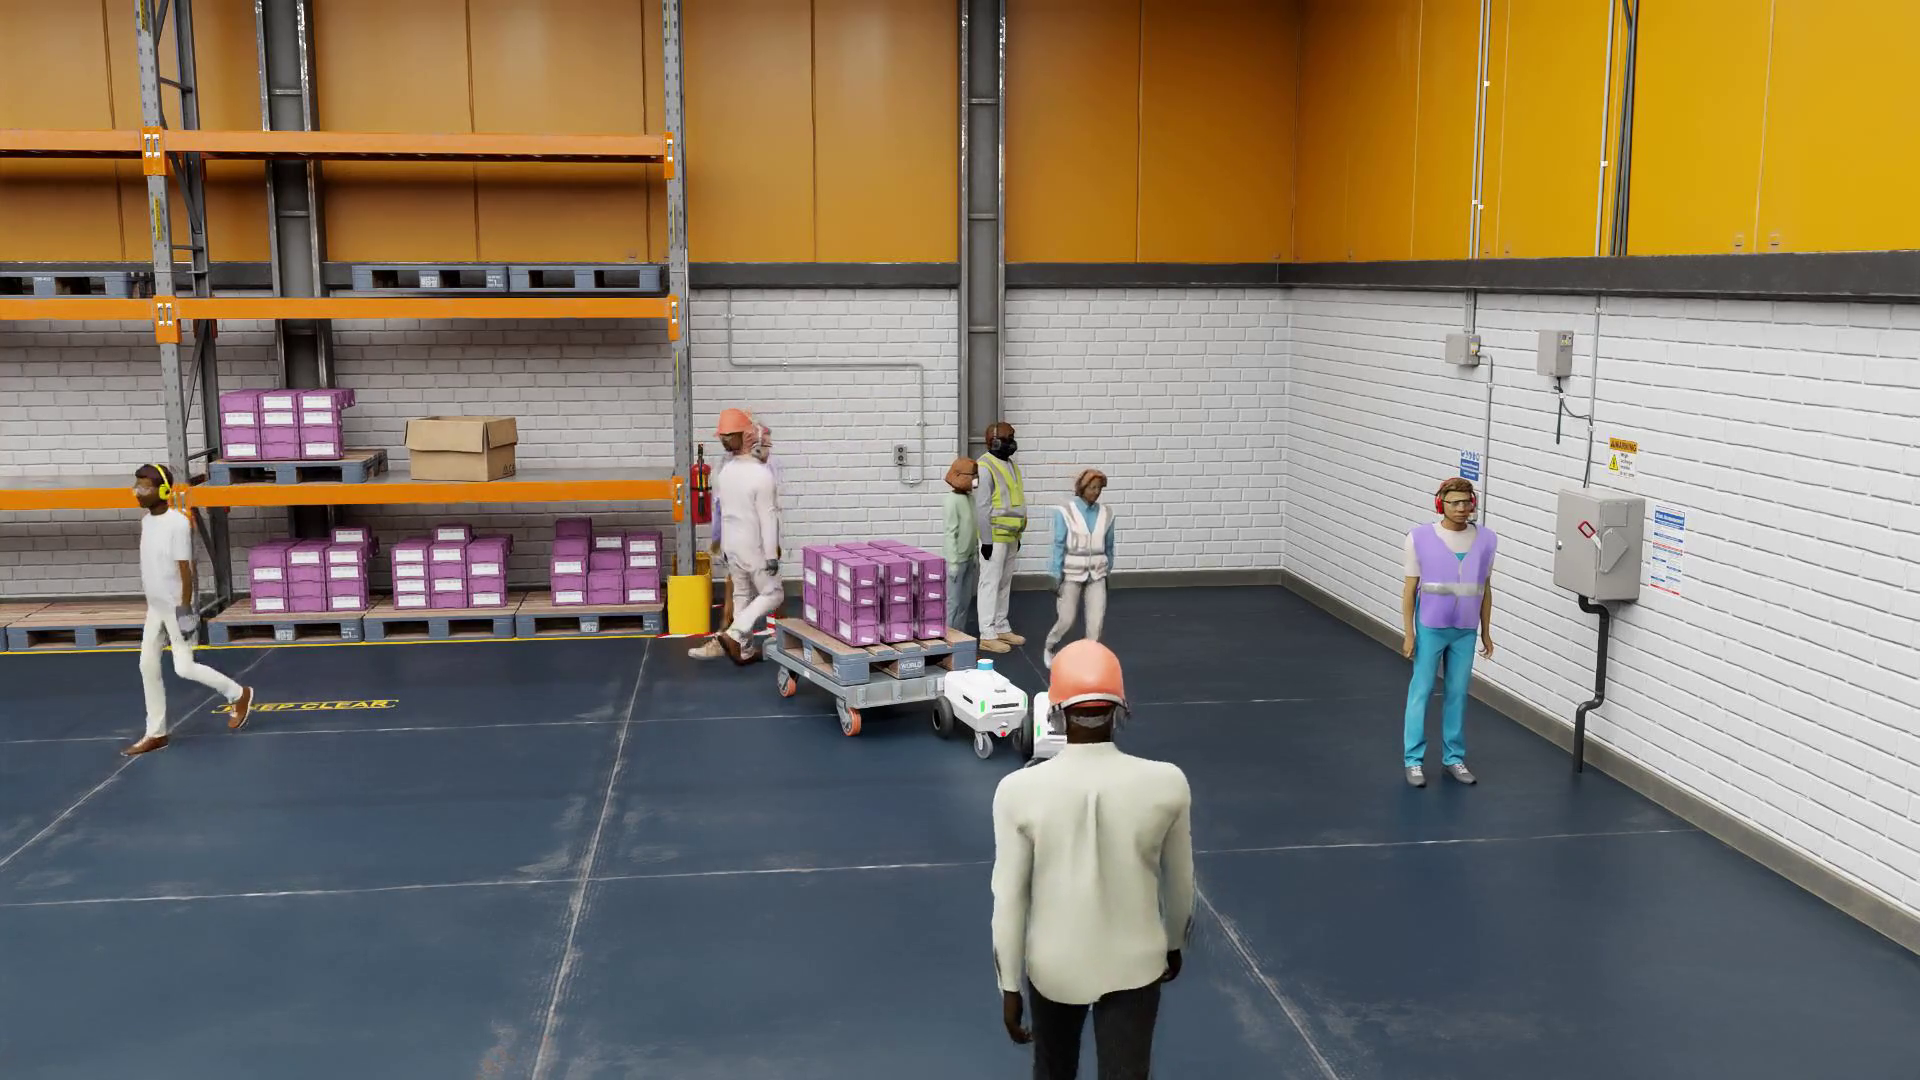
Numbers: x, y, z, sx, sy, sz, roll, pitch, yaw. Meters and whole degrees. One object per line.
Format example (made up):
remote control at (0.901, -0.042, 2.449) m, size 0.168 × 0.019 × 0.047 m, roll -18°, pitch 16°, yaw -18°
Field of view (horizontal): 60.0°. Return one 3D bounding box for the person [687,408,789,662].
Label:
person at (-1.716, -0.061, 13.212) m, size 1.069 × 1.982 × 0.617 m, roll -7°, pitch 12°, yaw -38°

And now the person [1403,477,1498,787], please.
person at (2.893, 0.537, 9.883) m, size 0.564 × 1.843 × 0.395 m, roll -1°, pitch 9°, yaw -8°

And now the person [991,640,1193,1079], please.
person at (0.406, 1.261, 5.082) m, size 0.615 × 1.940 × 1.042 m, roll 0°, pitch 9°, yaw 2°

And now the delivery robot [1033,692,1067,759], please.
delivery robot at (0.617, 1.103, 10.066) m, size 0.477 × 0.478 × 0.707 m, roll 0°, pitch 9°, yaw 2°

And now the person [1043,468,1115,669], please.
person at (0.876, 0.266, 12.269) m, size 0.527 × 1.617 × 0.588 m, roll -3°, pitch 10°, yaw -20°

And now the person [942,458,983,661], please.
person at (0.006, 0.170, 12.856) m, size 0.279 × 1.624 × 0.494 m, roll 4°, pitch 10°, yaw 21°

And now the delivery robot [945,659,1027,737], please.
delivery robot at (0.162, 1.008, 10.659) m, size 0.477 × 0.478 × 0.707 m, roll -3°, pitch 10°, yaw -20°

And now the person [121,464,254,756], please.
person at (-4.983, 0.415, 10.644) m, size 0.507 × 1.853 × 0.786 m, roll 6°, pitch 11°, yaw 34°

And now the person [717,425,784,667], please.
person at (-1.644, 0.068, 12.693) m, size 0.519 × 1.883 × 0.722 m, roll -8°, pitch 12°, yaw -42°

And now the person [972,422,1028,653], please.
person at (0.328, -0.029, 13.417) m, size 0.429 × 1.846 × 0.627 m, roll 4°, pitch 10°, yaw 25°
